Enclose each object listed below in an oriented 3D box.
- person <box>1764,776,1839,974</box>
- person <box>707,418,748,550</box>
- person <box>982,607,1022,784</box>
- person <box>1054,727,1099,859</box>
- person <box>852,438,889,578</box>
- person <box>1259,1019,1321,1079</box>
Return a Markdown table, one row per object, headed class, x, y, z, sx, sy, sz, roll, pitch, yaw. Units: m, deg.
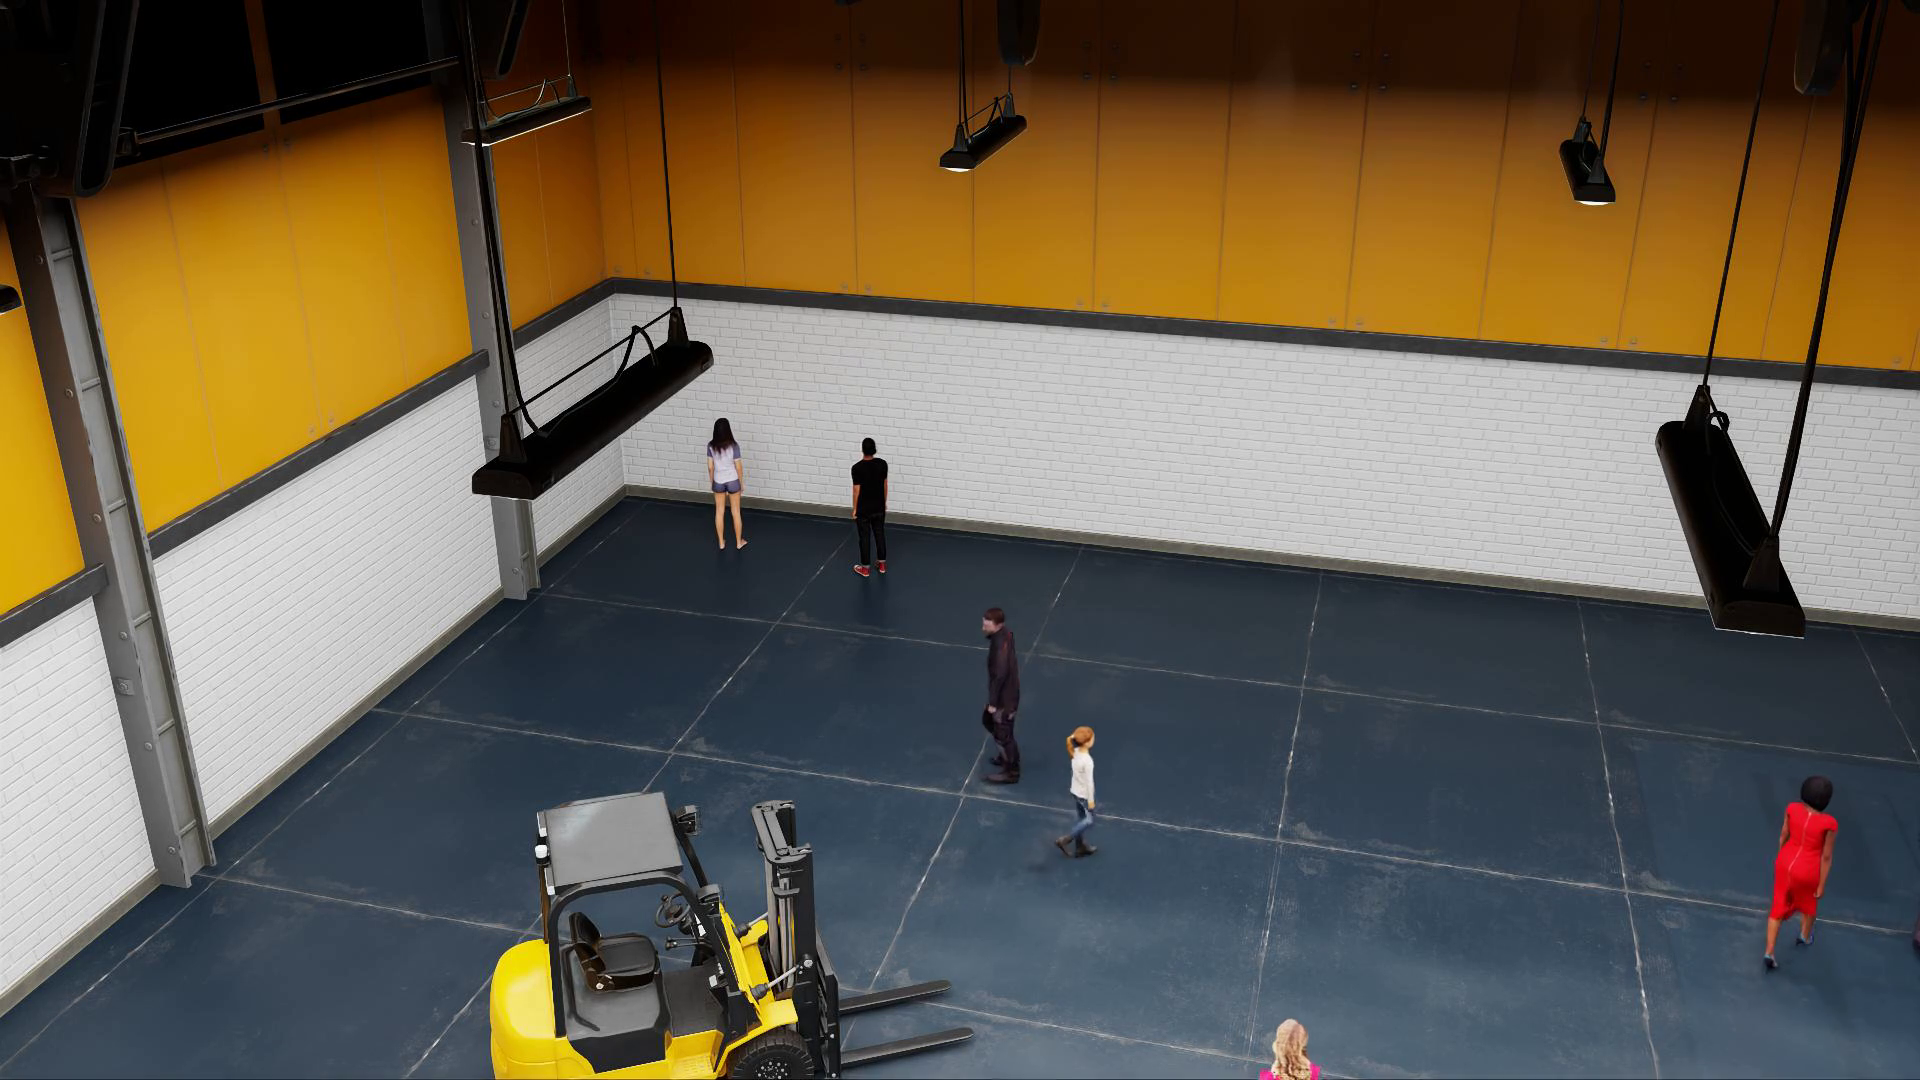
| class | x | y | z | sx | sy | sz | roll | pitch | yaw |
| --- | --- | --- | --- | --- | --- | --- | --- | --- | --- |
| person | 6.593 | 2.679 | 13.165 | 1.043 | 1.717 | 0.911 | -19 | 30 | -37 |
| person | -2.939 | -0.717 | 20.912 | 0.619 | 1.734 | 0.569 | 2 | 24 | 4 |
| person | 0.445 | 1.456 | 15.757 | 0.872 | 1.882 | 0.677 | 5 | 24 | 11 |
| person | 1.025 | 2.249 | 14.657 | 0.729 | 1.309 | 0.693 | -9 | 25 | -19 |
| person | -1.088 | -0.414 | 20.188 | 0.723 | 1.759 | 0.780 | -12 | 26 | -26 |
| person | 2.089 | 3.870 | 10.497 | 1.018 | 1.672 | 1.071 | -13 | 27 | -27 |
